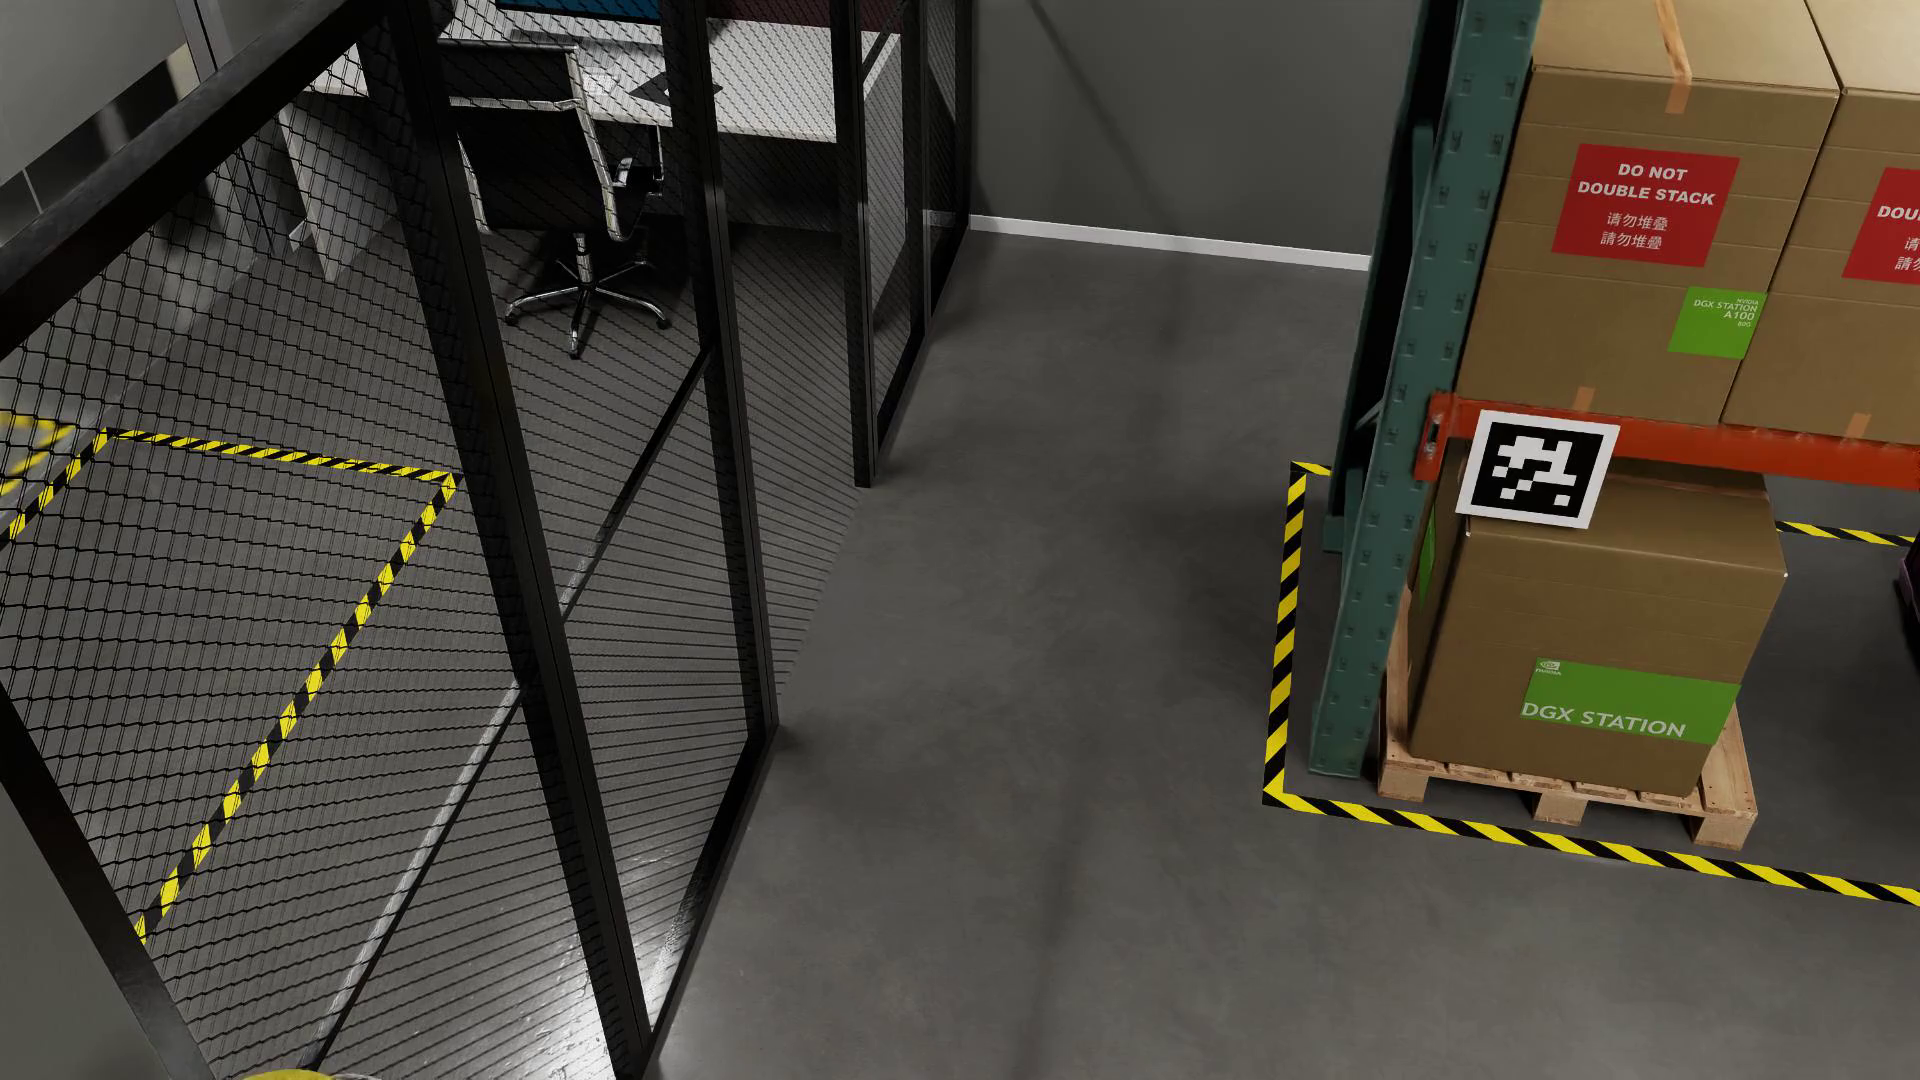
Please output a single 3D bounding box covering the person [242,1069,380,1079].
[{"bbox_3d":[-0.668,1.230,2.161,0.592,1.832,0.404,14,43,15],"label":"person"}]
